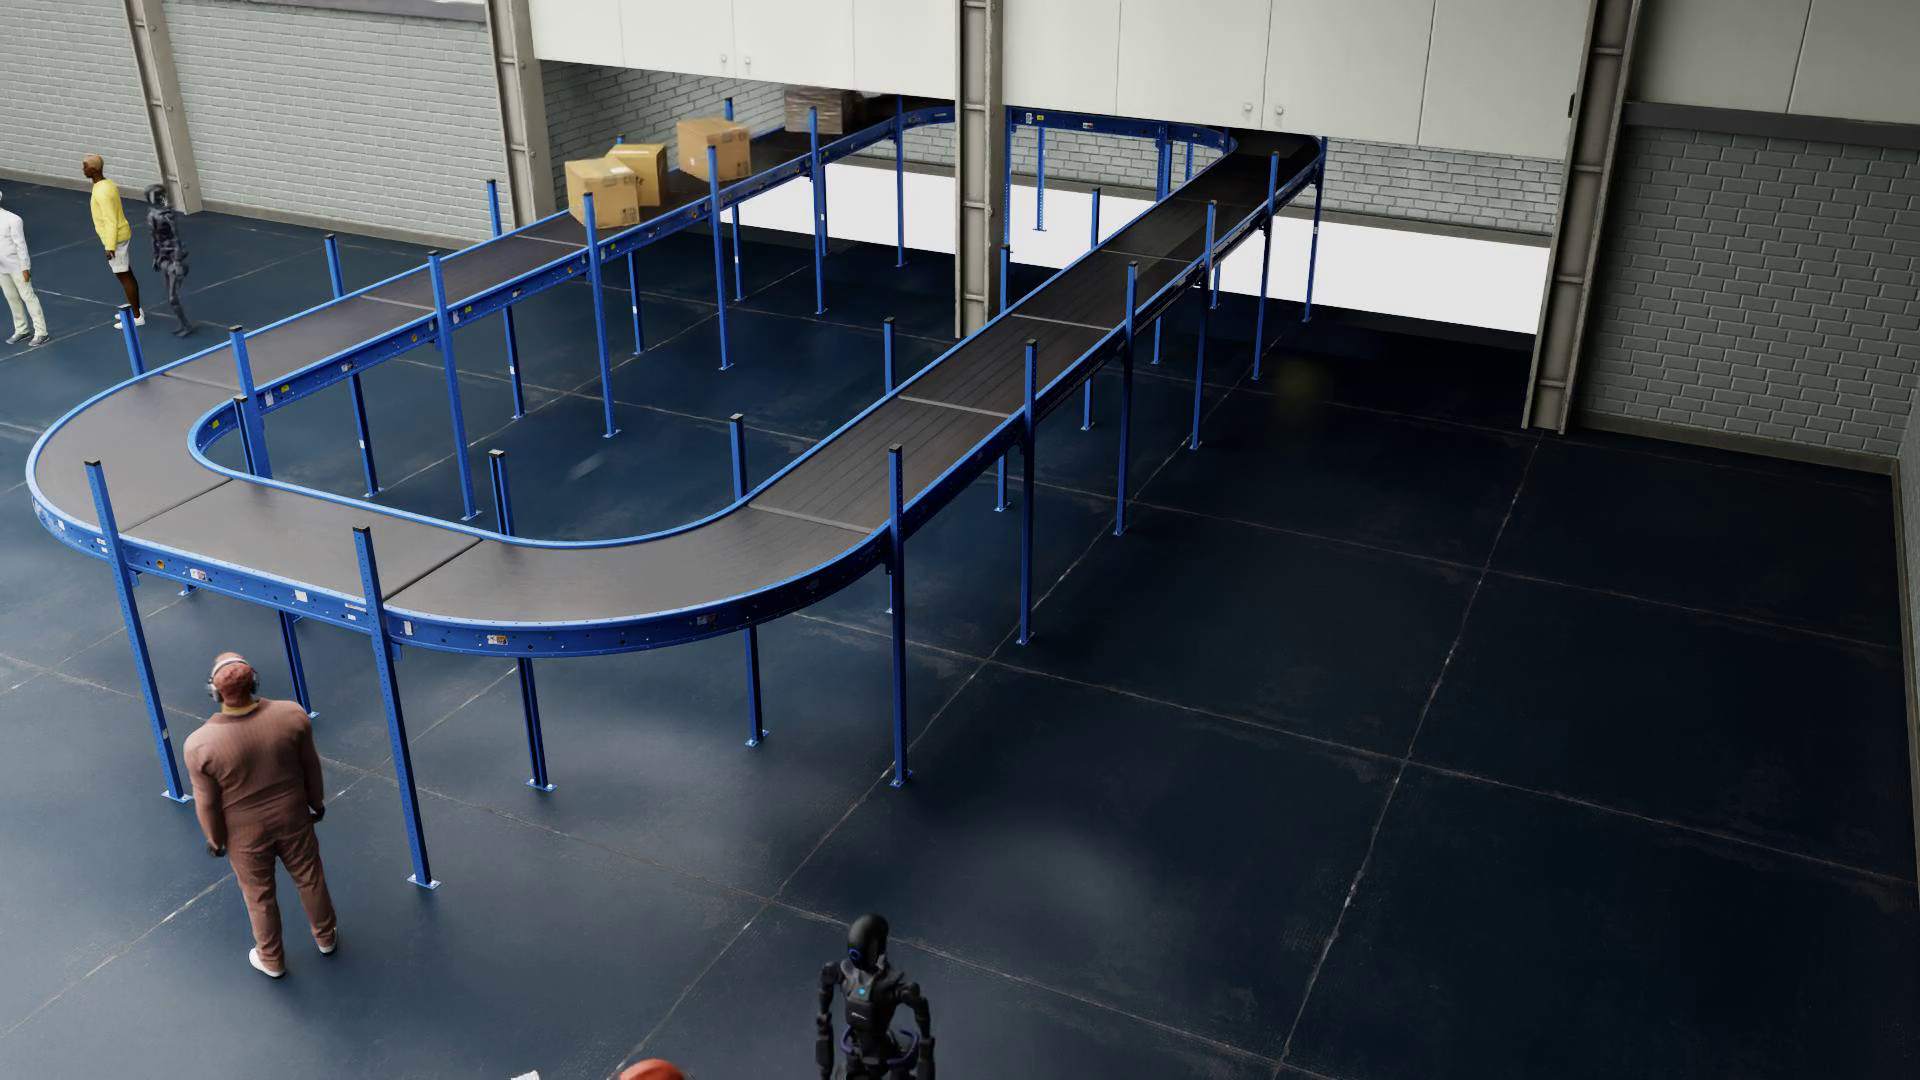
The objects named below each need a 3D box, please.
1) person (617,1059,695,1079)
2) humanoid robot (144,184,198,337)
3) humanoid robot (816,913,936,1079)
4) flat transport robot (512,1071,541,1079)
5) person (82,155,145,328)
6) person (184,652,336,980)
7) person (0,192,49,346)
[{"bbox_3d":[-1.001,2.687,6.106,0.498,2.021,0.616,-23,34,-38],"label":"person"},{"bbox_3d":[-8.569,-3.035,17.997,0.616,1.645,0.339,20,33,34],"label":"humanoid robot"},{"bbox_3d":[-0.327,2.318,7.254,0.606,1.643,0.500,10,28,19],"label":"humanoid robot"},{"bbox_3d":[-1.793,3.272,6.883,1.431,0.231,0.659,-21,34,-36],"label":"flat transport robot"},{"bbox_3d":[-9.293,-3.284,18.260,0.375,1.900,0.544,-10,28,-18],"label":"person"},{"bbox_3d":[-3.653,1.442,8.731,0.641,1.908,0.413,-20,33,-35],"label":"person"},{"bbox_3d":[-10.148,-2.930,17.719,0.562,1.745,0.346,8,28,16],"label":"person"}]
